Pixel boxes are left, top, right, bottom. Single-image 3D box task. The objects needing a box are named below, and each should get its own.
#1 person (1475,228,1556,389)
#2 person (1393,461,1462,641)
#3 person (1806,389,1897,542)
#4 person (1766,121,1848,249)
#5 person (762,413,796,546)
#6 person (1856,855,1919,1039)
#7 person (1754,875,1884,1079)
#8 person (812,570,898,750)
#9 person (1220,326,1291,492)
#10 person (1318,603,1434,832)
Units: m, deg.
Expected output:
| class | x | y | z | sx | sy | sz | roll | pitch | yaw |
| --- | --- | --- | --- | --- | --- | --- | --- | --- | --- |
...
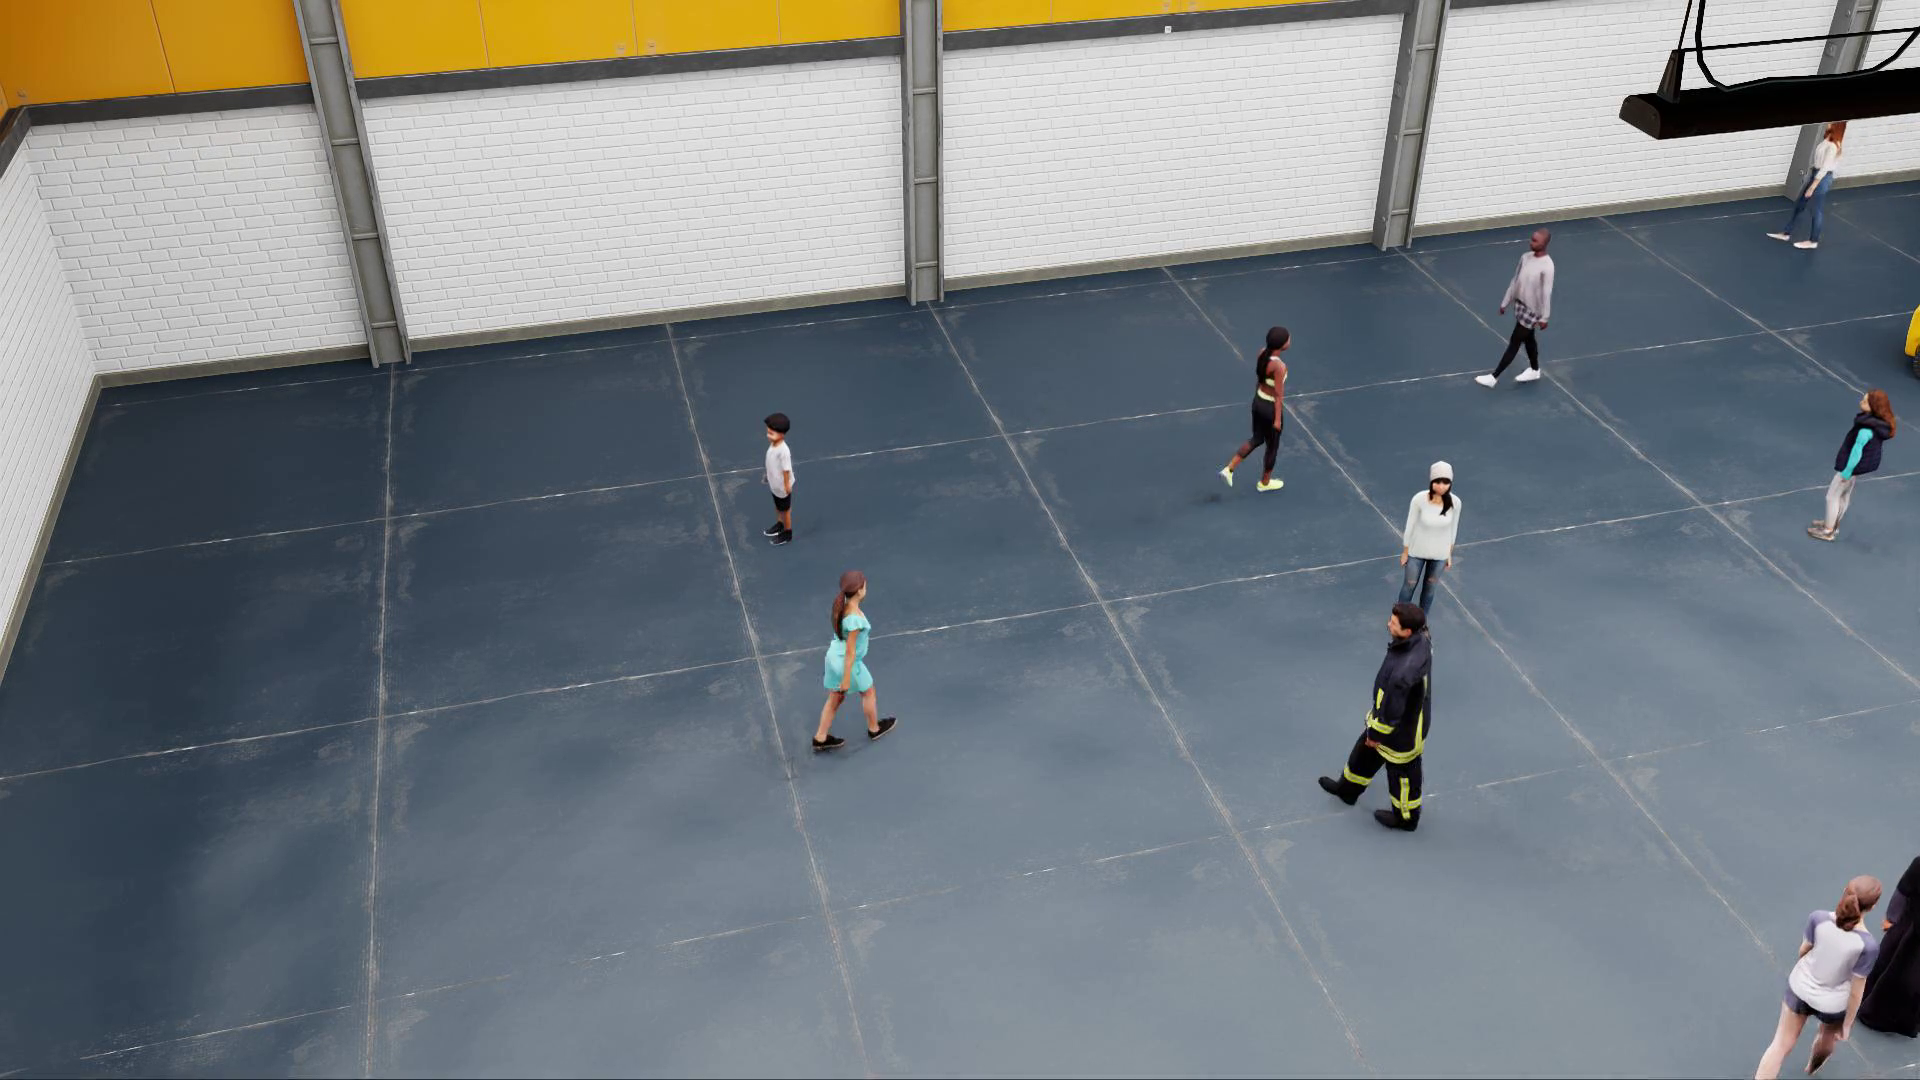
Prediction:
| class | x | y | z | sx | sy | sz | roll | pitch | yaw |
| --- | --- | --- | --- | --- | --- | --- | --- | --- | --- |
| person | 5.981 | -2.395 | 17.247 | 1.099 | 1.737 | 0.684 | -11 | 35 | -16 |
| person | 3.820 | 0.088 | 13.594 | 0.543 | 1.645 | 0.686 | 2 | 34 | 3 |
| person | 8.039 | -0.675 | 14.877 | 0.782 | 1.495 | 0.716 | 25 | 41 | 32 |
| person | 10.530 | -4.347 | 20.202 | 0.935 | 1.717 | 0.830 | 10 | 35 | 14 |
| person | -1.590 | -0.586 | 14.958 | 0.570 | 1.257 | 0.536 | -16 | 37 | -22 |
| person | 5.920 | 2.374 | 10.189 | 0.793 | 1.608 | 0.746 | -28 | 42 | -35 |
| person | 4.917 | 2.683 | 9.625 | 1.163 | 1.717 | 0.941 | -26 | 41 | -33 |
| person | -0.909 | 0.949 | 12.410 | 0.966 | 1.521 | 0.668 | -12 | 35 | -17 |
| person | 2.767 | -1.173 | 15.409 | 0.932 | 1.737 | 0.651 | -13 | 36 | -19 |
| person | 3.164 | 1.262 | 11.599 | 1.187 | 1.898 | 1.093 | 10 | 35 | 15 |
